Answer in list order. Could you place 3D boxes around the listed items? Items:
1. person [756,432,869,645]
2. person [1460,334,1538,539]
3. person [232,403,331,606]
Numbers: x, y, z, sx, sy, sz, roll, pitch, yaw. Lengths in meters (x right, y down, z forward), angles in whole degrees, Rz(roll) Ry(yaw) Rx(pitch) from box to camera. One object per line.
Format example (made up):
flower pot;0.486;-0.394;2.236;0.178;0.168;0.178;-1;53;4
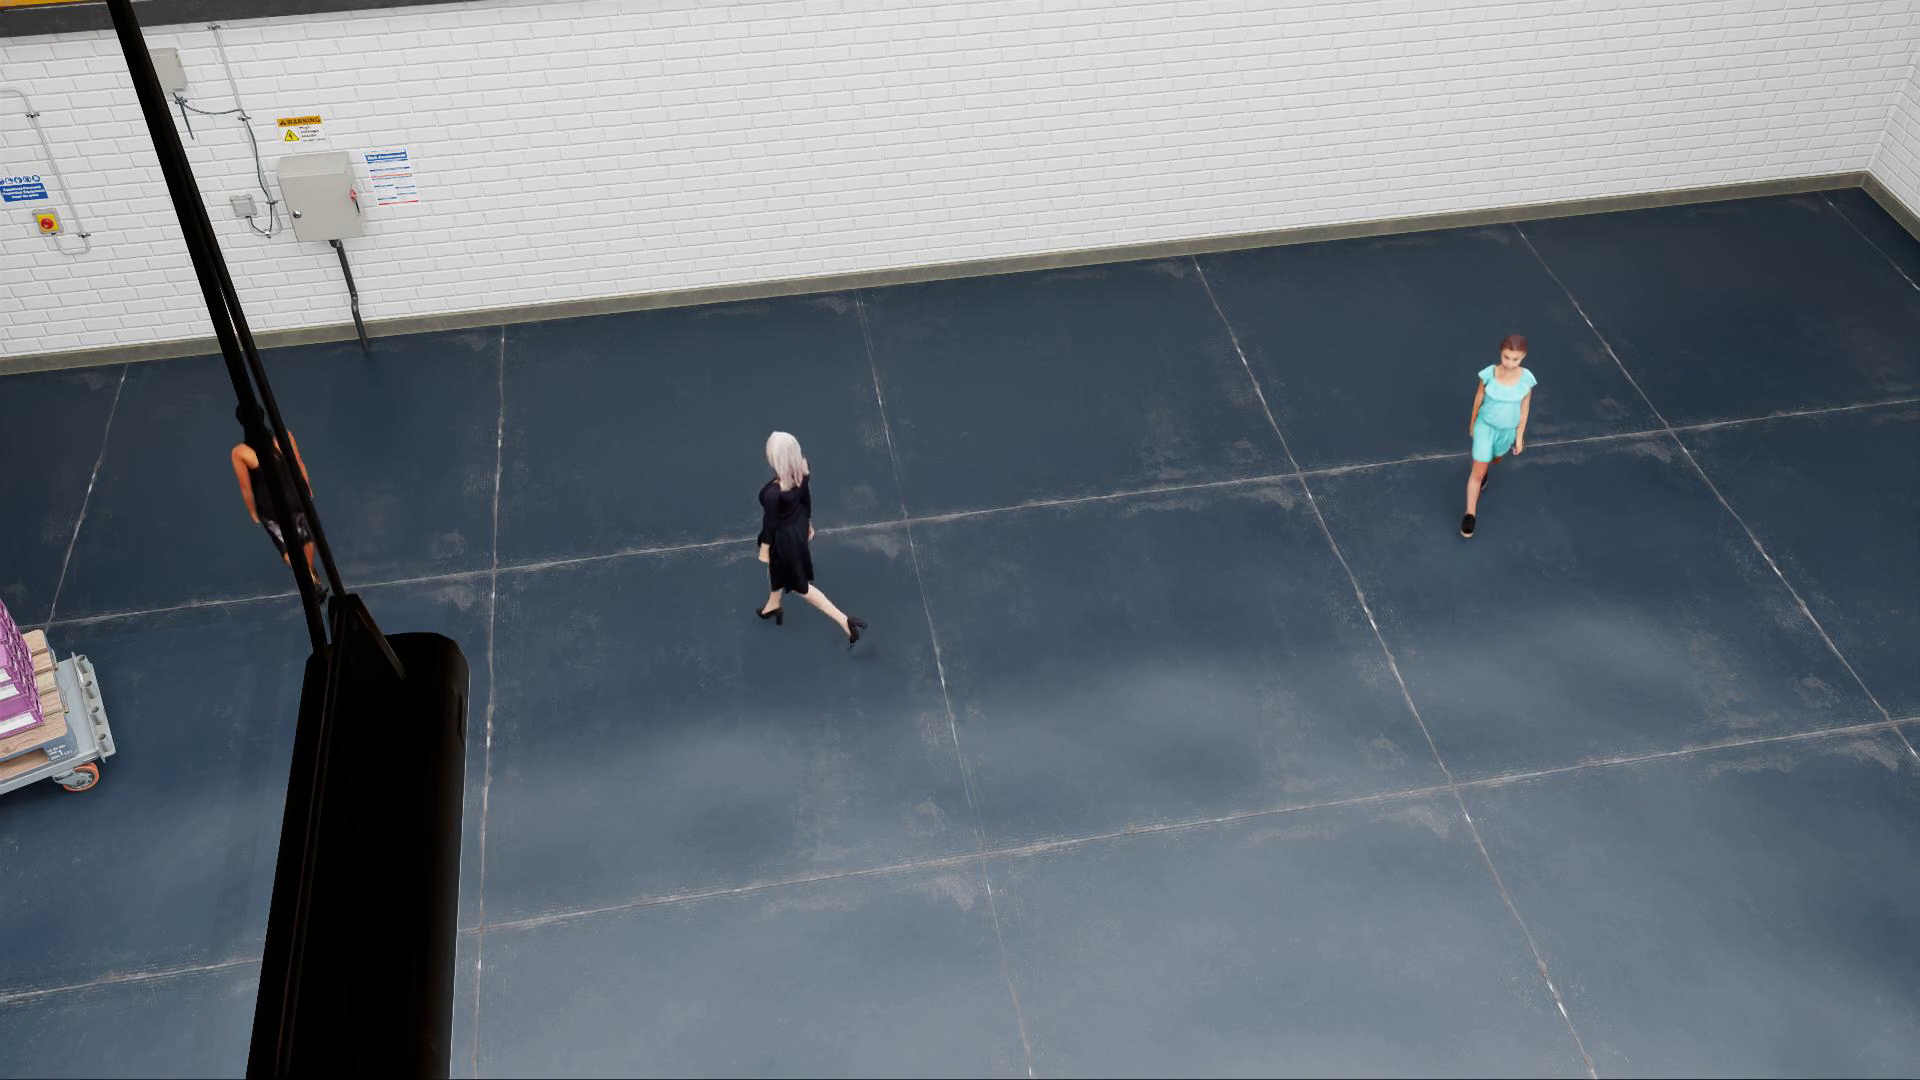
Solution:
person;-1.036;0.043;10.723;1.041;1.713;1.117;16;46;16
person;3.813;-0.839;11.782;0.844;1.530;1.119;10;44;10
person;-4.486;-0.241;11.067;0.870;1.650;0.994;-33;52;-30
